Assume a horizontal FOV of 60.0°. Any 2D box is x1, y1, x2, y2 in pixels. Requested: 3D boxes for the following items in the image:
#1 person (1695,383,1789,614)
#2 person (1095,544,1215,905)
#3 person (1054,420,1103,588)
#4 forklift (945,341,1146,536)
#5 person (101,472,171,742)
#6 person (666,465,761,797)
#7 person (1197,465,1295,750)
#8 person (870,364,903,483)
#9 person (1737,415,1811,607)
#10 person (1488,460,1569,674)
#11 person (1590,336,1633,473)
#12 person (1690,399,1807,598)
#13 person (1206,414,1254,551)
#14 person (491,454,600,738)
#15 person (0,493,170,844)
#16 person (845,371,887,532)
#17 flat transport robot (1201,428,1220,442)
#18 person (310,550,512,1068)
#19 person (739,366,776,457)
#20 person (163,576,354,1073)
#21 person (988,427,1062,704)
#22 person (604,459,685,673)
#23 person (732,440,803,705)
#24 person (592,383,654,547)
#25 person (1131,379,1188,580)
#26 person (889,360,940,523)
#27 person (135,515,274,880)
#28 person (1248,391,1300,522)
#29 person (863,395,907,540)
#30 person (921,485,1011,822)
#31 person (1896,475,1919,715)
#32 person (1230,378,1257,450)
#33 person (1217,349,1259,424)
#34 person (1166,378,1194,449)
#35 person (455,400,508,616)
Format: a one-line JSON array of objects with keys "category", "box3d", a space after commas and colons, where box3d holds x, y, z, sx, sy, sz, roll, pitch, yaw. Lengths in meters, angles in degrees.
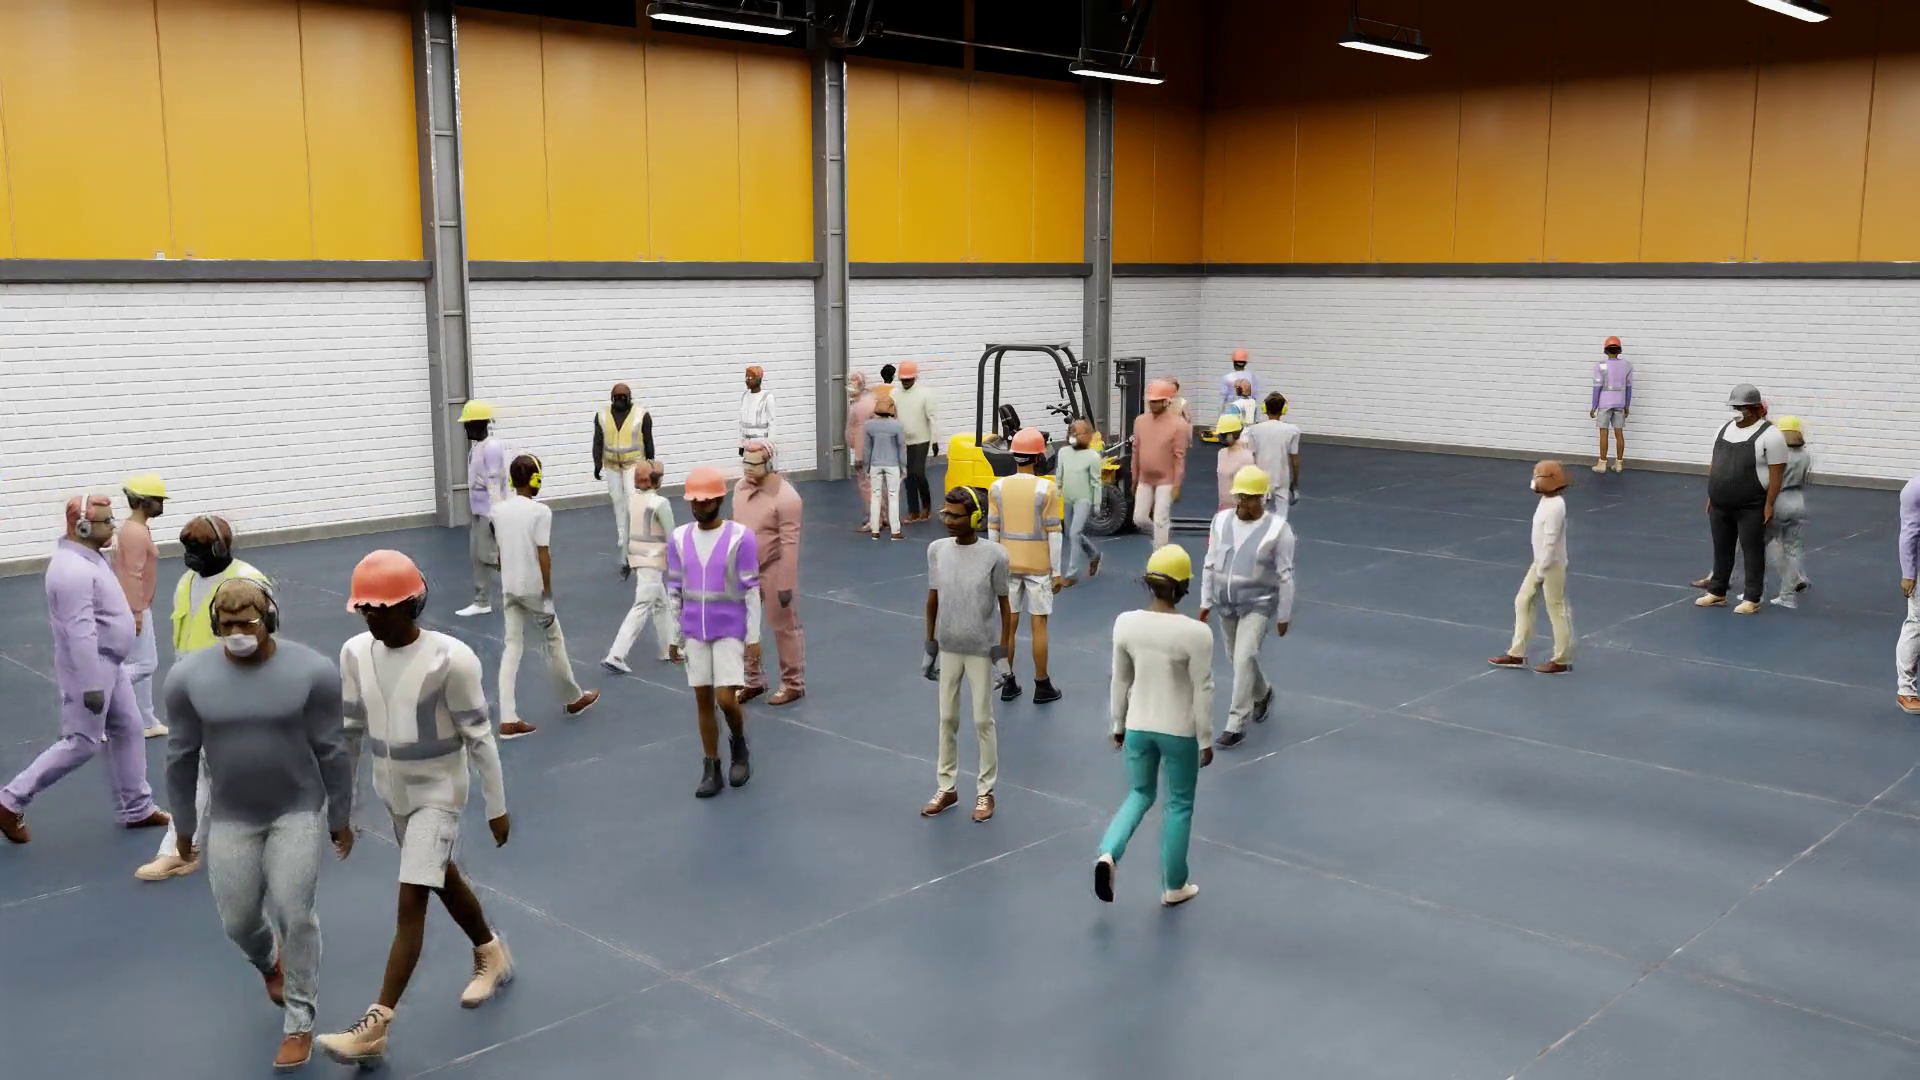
[{"category": "person", "box3d": [6.871, -0.371, 14.699, 0.535, 2.000, 0.687, -5, 11, -28]}, {"category": "person", "box3d": [0.912, 0.899, 7.817, 0.533, 1.755, 0.568, 7, 12, 37]}, {"category": "person", "box3d": [1.172, -0.369, 16.000, 0.511, 1.609, 0.718, 9, 13, 44]}, {"category": "forklift", "box3d": [0.977, -1.223, 19.452, 2.313, 2.155, 1.214, 2, 9, 11]}, {"category": "person", "box3d": [-5.319, 0.444, 10.625, 0.609, 1.741, 0.541, -6, 11, -31]}, {"category": "person", "box3d": [-1.426, 0.527, 9.533, 0.565, 1.927, 0.394, 3, 10, 15]}, {"category": "person", "box3d": [1.885, 0.394, 10.767, 0.580, 1.802, 0.881, 8, 12, 41]}, {"category": "person", "box3d": [-1.024, -1.631, 23.501, 0.532, 1.691, 0.318, 3, 10, 16]}, {"category": "person", "box3d": [7.370, -0.264, 15.015, 0.493, 1.724, 0.599, -3, 10, -17]}, {"category": "person", "box3d": [4.274, 0.206, 12.442, 0.669, 1.608, 0.524, 1, 9, 8]}, {"category": "person", "box3d": [9.686, -2.015, 24.785, 0.609, 2.040, 0.394, -1, 9, -5]}, {"category": "person", "box3d": [7.397, -0.396, 15.432, 0.971, 1.861, 0.638, 5, 11, 28]}, {"category": "person", "box3d": [2.447, -0.255, 14.860, 0.471, 1.747, 0.536, -5, 11, -28]}, {"category": "person", "box3d": [-2.783, 0.347, 10.979, 0.533, 1.814, 0.960, 4, 10, 24]}, {"category": "person", "box3d": [-4.669, 0.684, 8.786, 0.875, 1.877, 0.655, -4, 10, -21]}, {"category": "person", "box3d": [-1.098, -1.012, 19.157, 0.461, 1.870, 0.676, 0, 9, -1]}, {"category": "flat transport robot", "box3d": [4.972, -1.853, 29.195, 1.431, 0.197, 0.652, 1, 9, 5]}, {"category": "person", "box3d": [-2.140, 1.001, 6.522, 0.672, 1.971, 1.090, 4, 10, 23]}, {"category": "person", "box3d": [-2.439, -1.138, 19.885, 0.574, 1.883, 0.356, 8, 12, 40]}, {"category": "person", "box3d": [-2.681, 1.043, 6.425, 0.664, 1.912, 0.622, -2, 10, -13]}, {"category": "person", "box3d": [0.467, 0.178, 11.643, 0.542, 1.939, 0.365, 4, 10, 24]}, {"category": "person", "box3d": [-2.386, 0.190, 12.593, 0.829, 1.602, 0.511, -8, 12, -39]}, {"category": "person", "box3d": [-1.371, 0.236, 11.476, 0.659, 1.873, 0.669, 8, 12, 39]}, {"category": "person", "box3d": [-3.663, -0.805, 18.084, 0.631, 1.813, 0.559, 1, 9, 4]}, {"category": "person", "box3d": [1.958, -0.593, 16.269, 0.621, 1.972, 0.590, 7, 12, 37]}, {"category": "person", "box3d": [-0.591, -1.163, 19.783, 0.656, 1.968, 0.451, 5, 11, 28]}, {"category": "person", "box3d": [-3.752, 0.776, 8.403, 0.627, 1.808, 0.842, 4, 10, 25]}, {"category": "person", "box3d": [3.021, -0.509, 16.116, 0.532, 1.862, 0.328, 3, 10, 15]}, {"category": "person", "box3d": [-0.833, -0.810, 18.635, 0.507, 1.633, 0.278, 3, 10, 15]}, {"category": "person", "box3d": [0.034, 0.621, 9.156, 0.516, 1.865, 0.325, 4, 10, 23]}, {"category": "person", "box3d": [6.708, 0.225, 11.356, 0.630, 1.940, 0.372, -1, 9, -9]}, {"category": "person", "box3d": [3.618, -1.248, 21.305, 0.307, 1.641, 0.511, 8, 12, 41]}, {"category": "person", "box3d": [3.951, -1.787, 23.832, 0.569, 1.888, 0.957, -2, 9, -11]}, {"category": "person", "box3d": [2.777, -1.311, 21.779, 0.539, 1.593, 0.844, -1, 9, -9]}, {"category": "person", "box3d": [-4.077, -0.283, 14.558, 0.667, 1.906, 0.596, -5, 10, -28]}]
